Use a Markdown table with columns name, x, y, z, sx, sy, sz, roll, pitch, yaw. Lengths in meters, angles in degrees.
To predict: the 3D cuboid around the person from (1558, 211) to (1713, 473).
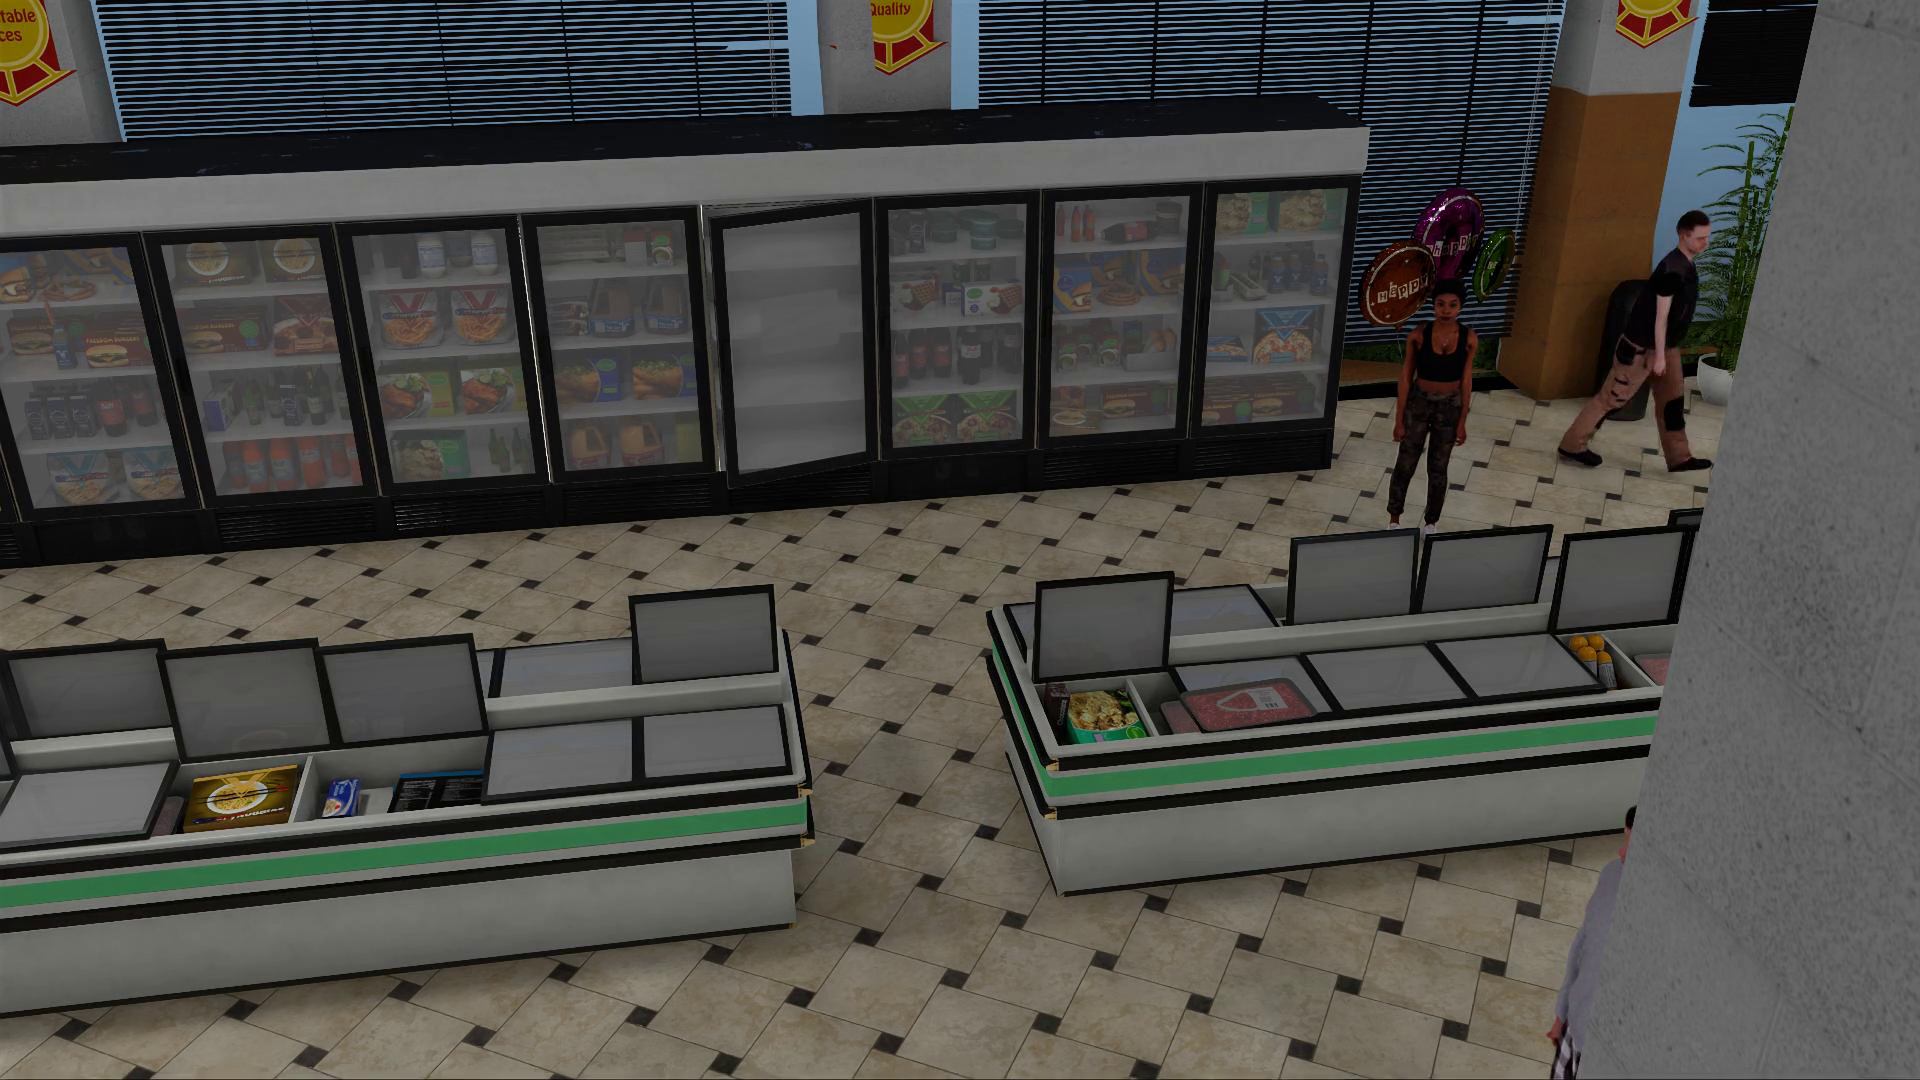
| name | x | y | z | sx | sy | sz | roll | pitch | yaw |
| --- | --- | --- | --- | --- | --- | --- | --- | --- | --- |
| person | 4.378 | -1.280 | 10.803 | 1.241 | 1.791 | 1.199 | 16 | 31 | 28 |

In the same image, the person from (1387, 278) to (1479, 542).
| name | x | y | z | sx | sy | sz | roll | pitch | yaw |
| --- | --- | --- | --- | --- | --- | --- | --- | --- | --- |
| person | 2.794 | -0.738 | 9.837 | 0.563 | 1.699 | 0.704 | 5 | 27 | 9 |
